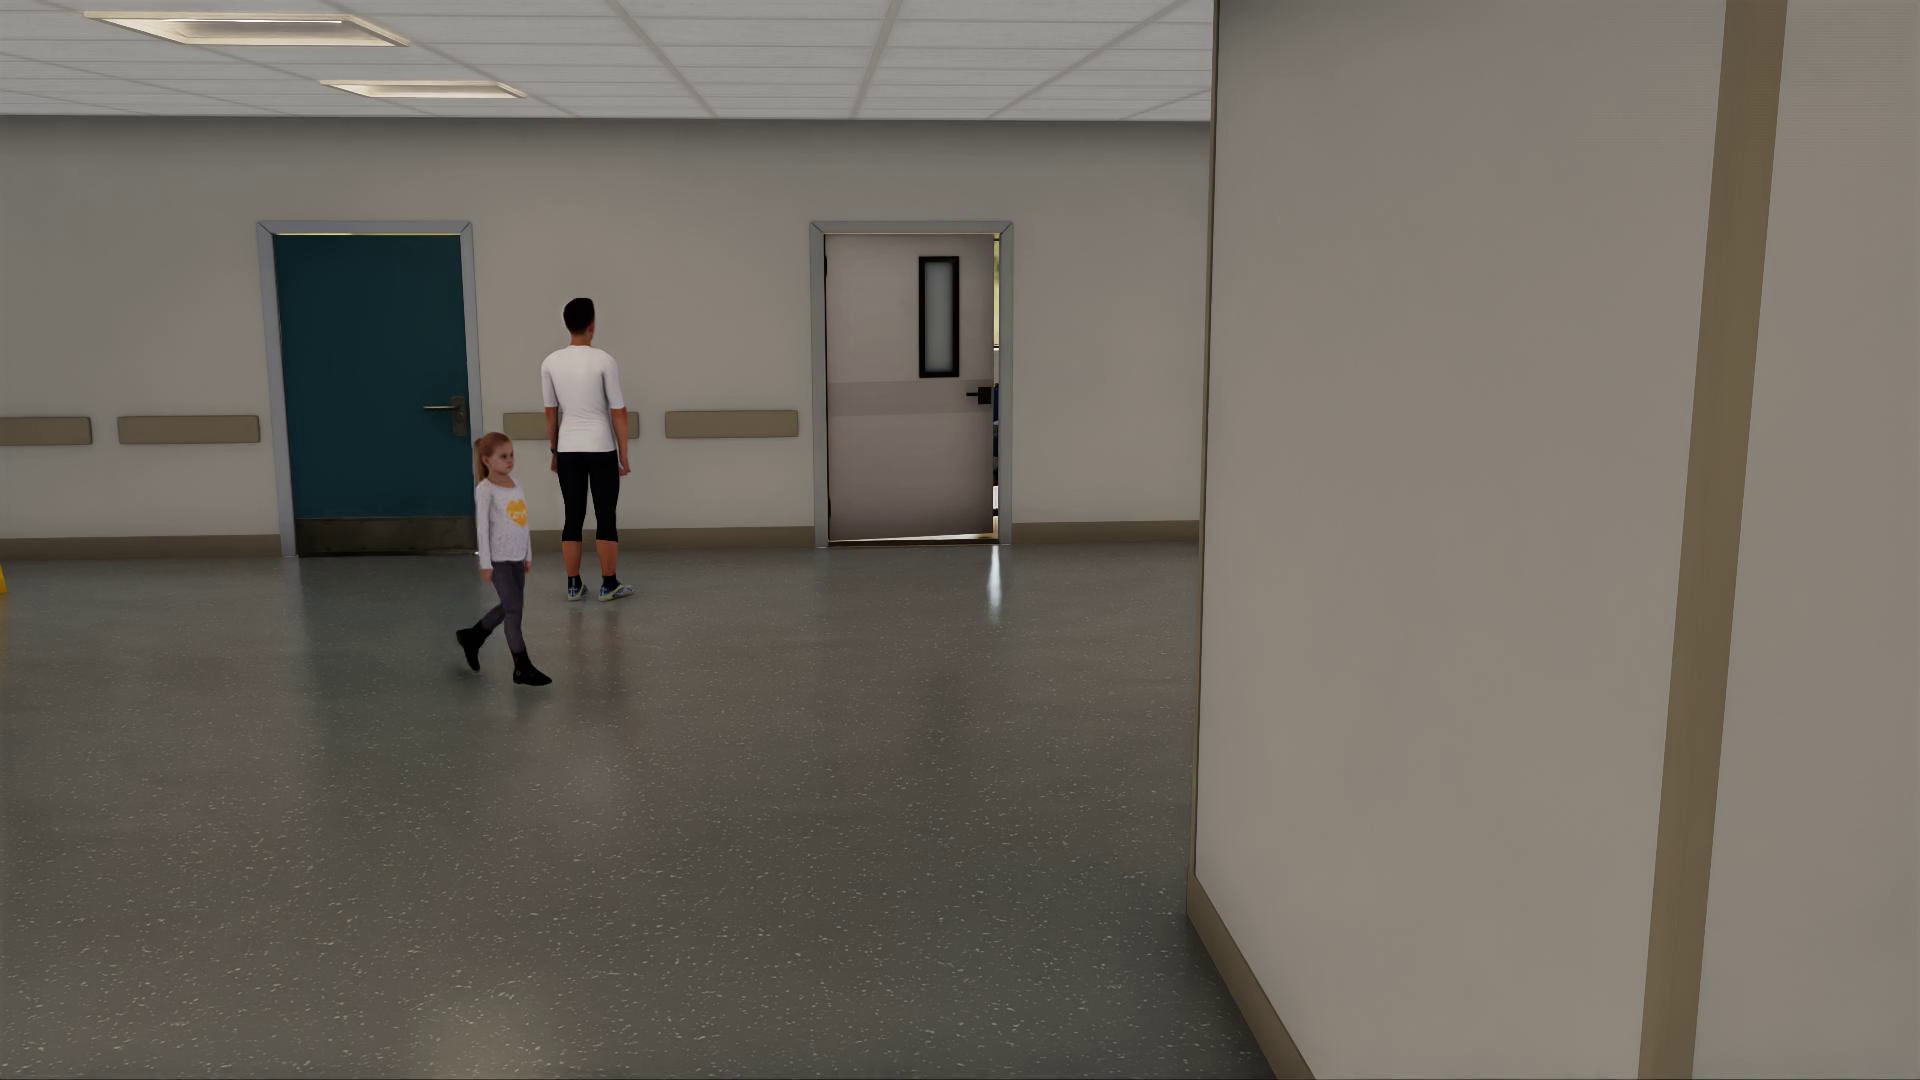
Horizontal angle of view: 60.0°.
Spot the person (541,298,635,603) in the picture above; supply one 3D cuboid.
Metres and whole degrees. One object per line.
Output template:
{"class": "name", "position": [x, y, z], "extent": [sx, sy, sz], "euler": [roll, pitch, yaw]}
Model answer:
{"class": "person", "position": [-2.279, -0.549, 10.154], "extent": [0.588, 1.852, 0.775], "euler": [2, 11, 8]}

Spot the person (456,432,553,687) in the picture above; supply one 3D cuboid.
{"class": "person", "position": [-2.331, 0.094, 8.347], "extent": [0.910, 1.262, 0.729], "euler": [5, 12, 23]}
